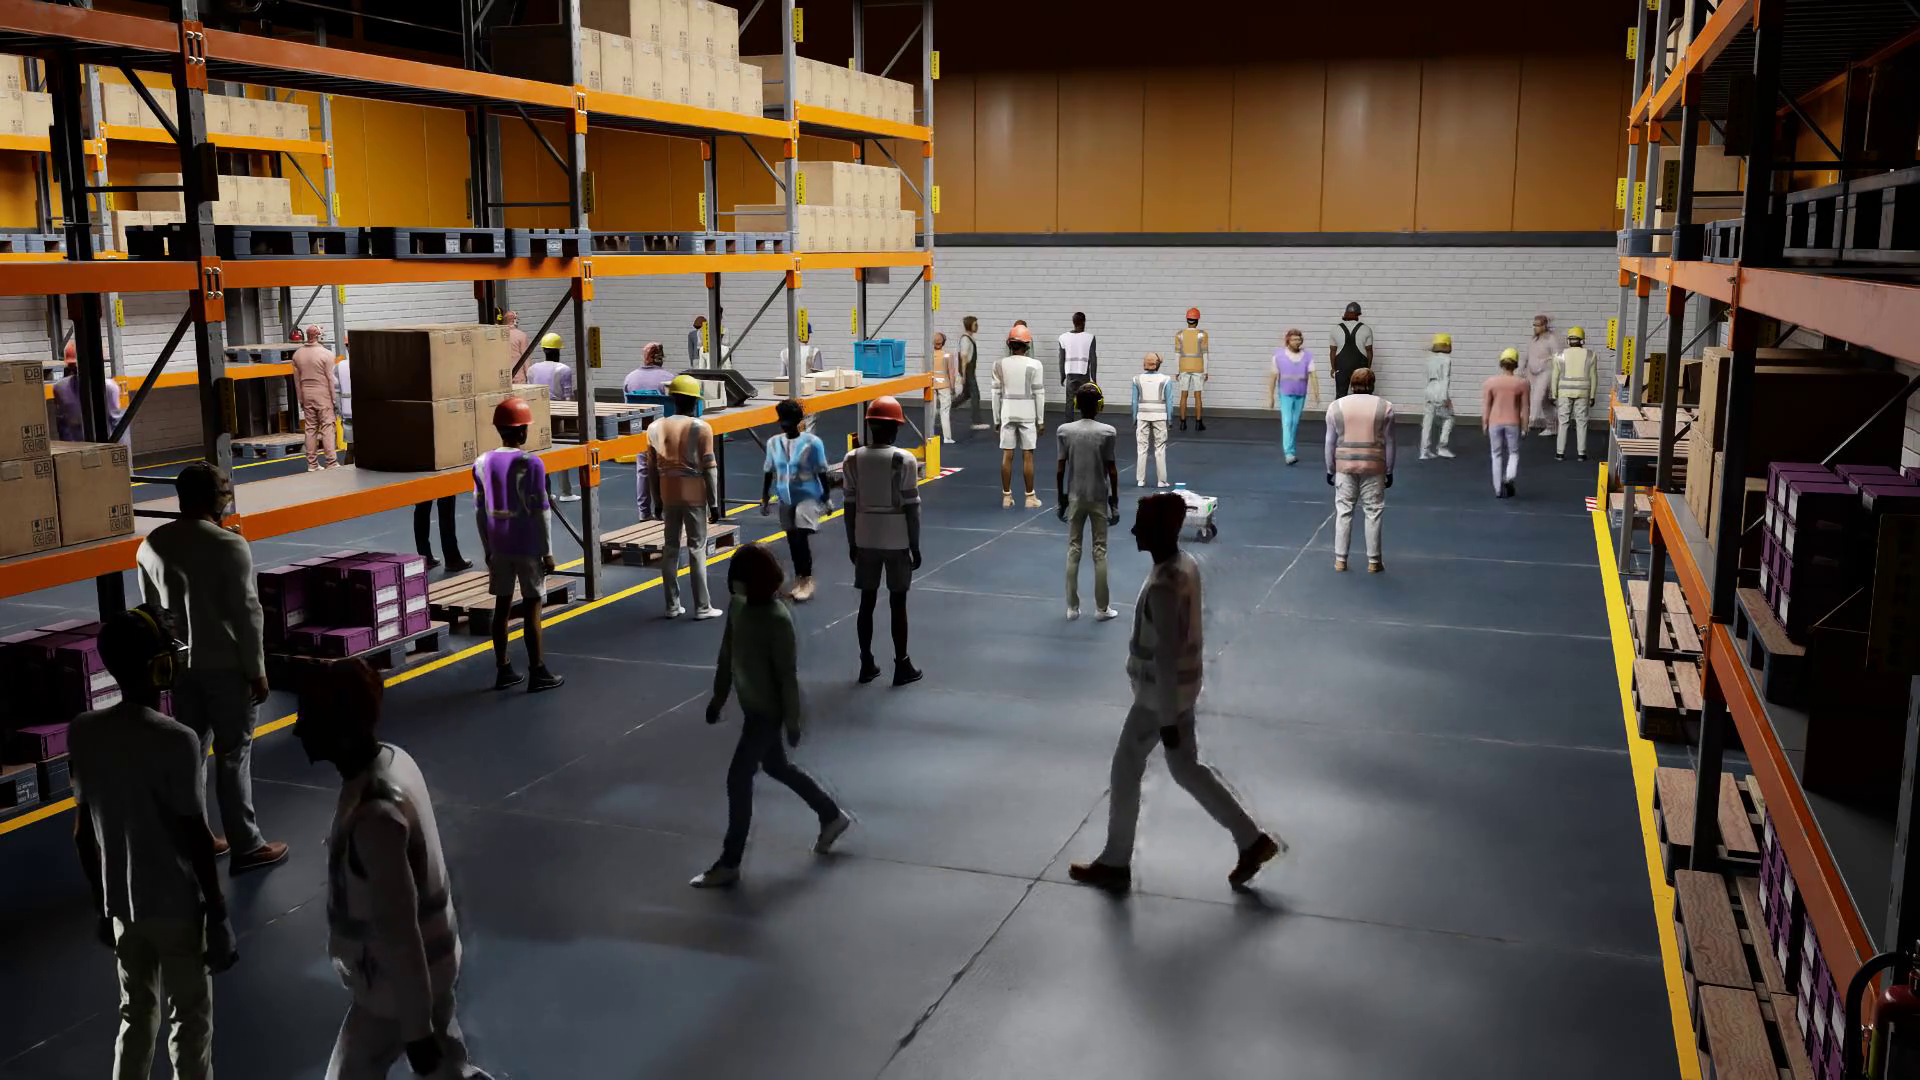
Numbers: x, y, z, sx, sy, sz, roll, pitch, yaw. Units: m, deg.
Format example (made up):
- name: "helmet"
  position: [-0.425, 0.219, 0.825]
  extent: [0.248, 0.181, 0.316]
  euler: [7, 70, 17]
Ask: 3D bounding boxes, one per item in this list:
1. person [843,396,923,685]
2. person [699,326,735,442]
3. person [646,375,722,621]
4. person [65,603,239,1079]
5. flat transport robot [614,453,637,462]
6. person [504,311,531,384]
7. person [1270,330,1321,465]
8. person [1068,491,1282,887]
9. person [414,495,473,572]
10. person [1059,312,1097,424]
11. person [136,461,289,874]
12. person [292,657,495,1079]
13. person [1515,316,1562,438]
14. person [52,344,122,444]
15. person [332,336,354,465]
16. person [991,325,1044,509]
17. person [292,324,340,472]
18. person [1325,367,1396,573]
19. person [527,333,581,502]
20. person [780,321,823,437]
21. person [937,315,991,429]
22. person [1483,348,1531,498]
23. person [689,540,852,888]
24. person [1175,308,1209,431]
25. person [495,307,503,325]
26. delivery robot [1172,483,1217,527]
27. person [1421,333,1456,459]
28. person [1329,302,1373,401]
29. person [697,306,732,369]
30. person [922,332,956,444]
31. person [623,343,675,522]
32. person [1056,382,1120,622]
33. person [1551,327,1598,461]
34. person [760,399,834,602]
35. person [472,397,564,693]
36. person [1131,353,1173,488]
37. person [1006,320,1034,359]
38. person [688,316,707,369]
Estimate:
- name: "person"
  position: [-0.504, 0.006, 11.104]
  extent: [0.542, 1.928, 0.374]
  euler: [4, 11, 19]
- name: "person"
  position: [-3.621, -2.335, 24.769]
  extent: [0.523, 1.760, 0.327]
  euler: [4, 11, 19]
- name: "person"
  position: [-2.146, -0.324, 12.989]
  extent: [0.584, 1.918, 0.381]
  euler: [4, 11, 19]
- name: "person"
  position: [-2.408, 1.114, 5.025]
  extent: [0.518, 1.874, 0.326]
  euler: [4, 11, 19]
- name: "flat transport robot"
  position: [-4.623, -1.252, 22.853]
  extent: [0.652, 0.197, 1.431]
  euler: [-6, 12, -32]
- name: "person"
  position: [-6.911, -2.594, 25.805]
  extent: [0.636, 1.911, 0.406]
  euler: [4, 11, 19]
- name: "person"
  position: [4.469, -1.894, 22.178]
  extent: [0.583, 1.796, 0.965]
  euler: [-1, 10, -8]
- name: "person"
  position: [0.986, 0.690, 7.491]
  extent: [0.894, 1.851, 0.575]
  euler: [4, 11, 21]
- name: "person"
  position: [-4.716, -0.709, 14.940]
  extent: [0.609, 1.996, 0.379]
  euler: [4, 11, 19]
- name: "person"
  position: [1.787, -2.493, 25.218]
  extent: [0.587, 1.914, 0.390]
  euler: [4, 11, 19]
- name: "person"
  position: [-3.493, 0.598, 7.757]
  extent: [0.627, 1.934, 0.370]
  euler: [4, 11, 19]
- name: "person"
  position: [-1.490, 1.201, 4.630]
  extent: [0.923, 1.847, 0.588]
  euler: [-2, 10, -13]
- name: "person"
  position: [8.755, -2.475, 25.292]
  extent: [0.990, 1.852, 0.654]
  euler: [-3, 10, -15]
- name: "person"
  position: [-8.328, -0.878, 15.870]
  extent: [0.629, 2.000, 0.894]
  euler: [-2, 10, -9]
- name: "person"
  position: [-6.984, -1.456, 19.339]
  extent: [0.542, 1.928, 0.374]
  euler: [4, 11, 19]
- name: "person"
  position: [0.653, -1.359, 18.462]
  extent: [0.605, 2.045, 0.380]
  euler: [4, 11, 19]
- name: "person"
  position: [-8.222, -1.810, 21.385]
  extent: [0.636, 1.911, 0.406]
  euler: [4, 11, 19]
- name: "person"
  position: [3.588, -0.623, 14.910]
  extent: [0.619, 1.838, 0.430]
  euler: [4, 11, 19]
- name: "person"
  position: [-4.630, -1.388, 18.952]
  extent: [0.584, 1.928, 0.372]
  euler: [4, 11, 19]
- name: "person"
  position: [-2.044, -1.891, 21.726]
  extent: [0.602, 1.949, 0.390]
  euler: [4, 11, 19]
- name: "person"
  position: [0.063, -2.655, 26.427]
  extent: [0.805, 1.822, 0.522]
  euler: [0, 10, 0]
- name: "person"
  position: [6.279, -1.333, 19.150]
  extent: [0.526, 1.754, 0.416]
  euler: [4, 11, 22]
- name: "person"
  position: [-0.865, 0.771, 7.720]
  extent: [0.826, 1.595, 0.504]
  euler: [-6, 12, -30]
- name: "person"
  position: [3.666, -2.696, 26.291]
  extent: [0.542, 1.939, 0.363]
  euler: [4, 11, 19]
- name: "person"
  position: [-7.864, -3.025, 28.356]
  extent: [0.518, 1.865, 0.326]
  euler: [4, 11, 19]
- name: "delivery robot"
  position: [2.194, -0.324, 16.566]
  extent: [0.707, 0.478, 0.477]
  euler: [3, 11, 19]
- name: "person"
  position: [6.590, -1.968, 22.771]
  extent: [0.598, 1.720, 0.520]
  euler: [-4, 11, -22]
- name: "person"
  position: [6.207, -2.762, 26.374]
  extent: [0.672, 2.000, 0.536]
  euler: [4, 11, 19]
- name: "person"
  position: [-3.974, -2.850, 27.100]
  extent: [0.600, 1.958, 0.378]
  euler: [4, 11, 19]
- name: "person"
  position: [-0.310, -2.227, 24.488]
  extent: [0.512, 1.642, 0.311]
  euler: [4, 11, 19]
- name: "person"
  position: [-3.202, -1.123, 17.544]
  extent: [0.636, 1.902, 0.406]
  euler: [4, 11, 19]
- name: "person"
  position: [0.999, -0.296, 12.961]
  extent: [0.518, 1.874, 0.326]
  euler: [4, 11, 19]
- name: "person"
  position: [8.330, -1.978, 22.574]
  extent: [0.586, 1.823, 0.403]
  euler: [4, 11, 19]
- name: "person"
  position: [-1.354, -0.318, 13.638]
  extent: [0.592, 1.668, 0.591]
  euler: [5, 11, 25]
- name: "person"
  position: [-2.900, 0.035, 10.910]
  extent: [0.542, 1.939, 0.363]
  euler: [4, 11, 19]
- name: "person"
  position: [2.316, -1.437, 20.046]
  extent: [0.512, 1.639, 0.311]
  euler: [4, 11, 19]
- name: "person"
  position: [1.033, -2.959, 28.611]
  extent: [0.512, 1.642, 0.311]
  euler: [4, 11, 19]
- name: "person"
  position: [-4.719, -3.270, 30.381]
  extent: [0.498, 1.633, 0.278]
  euler: [4, 11, 19]
